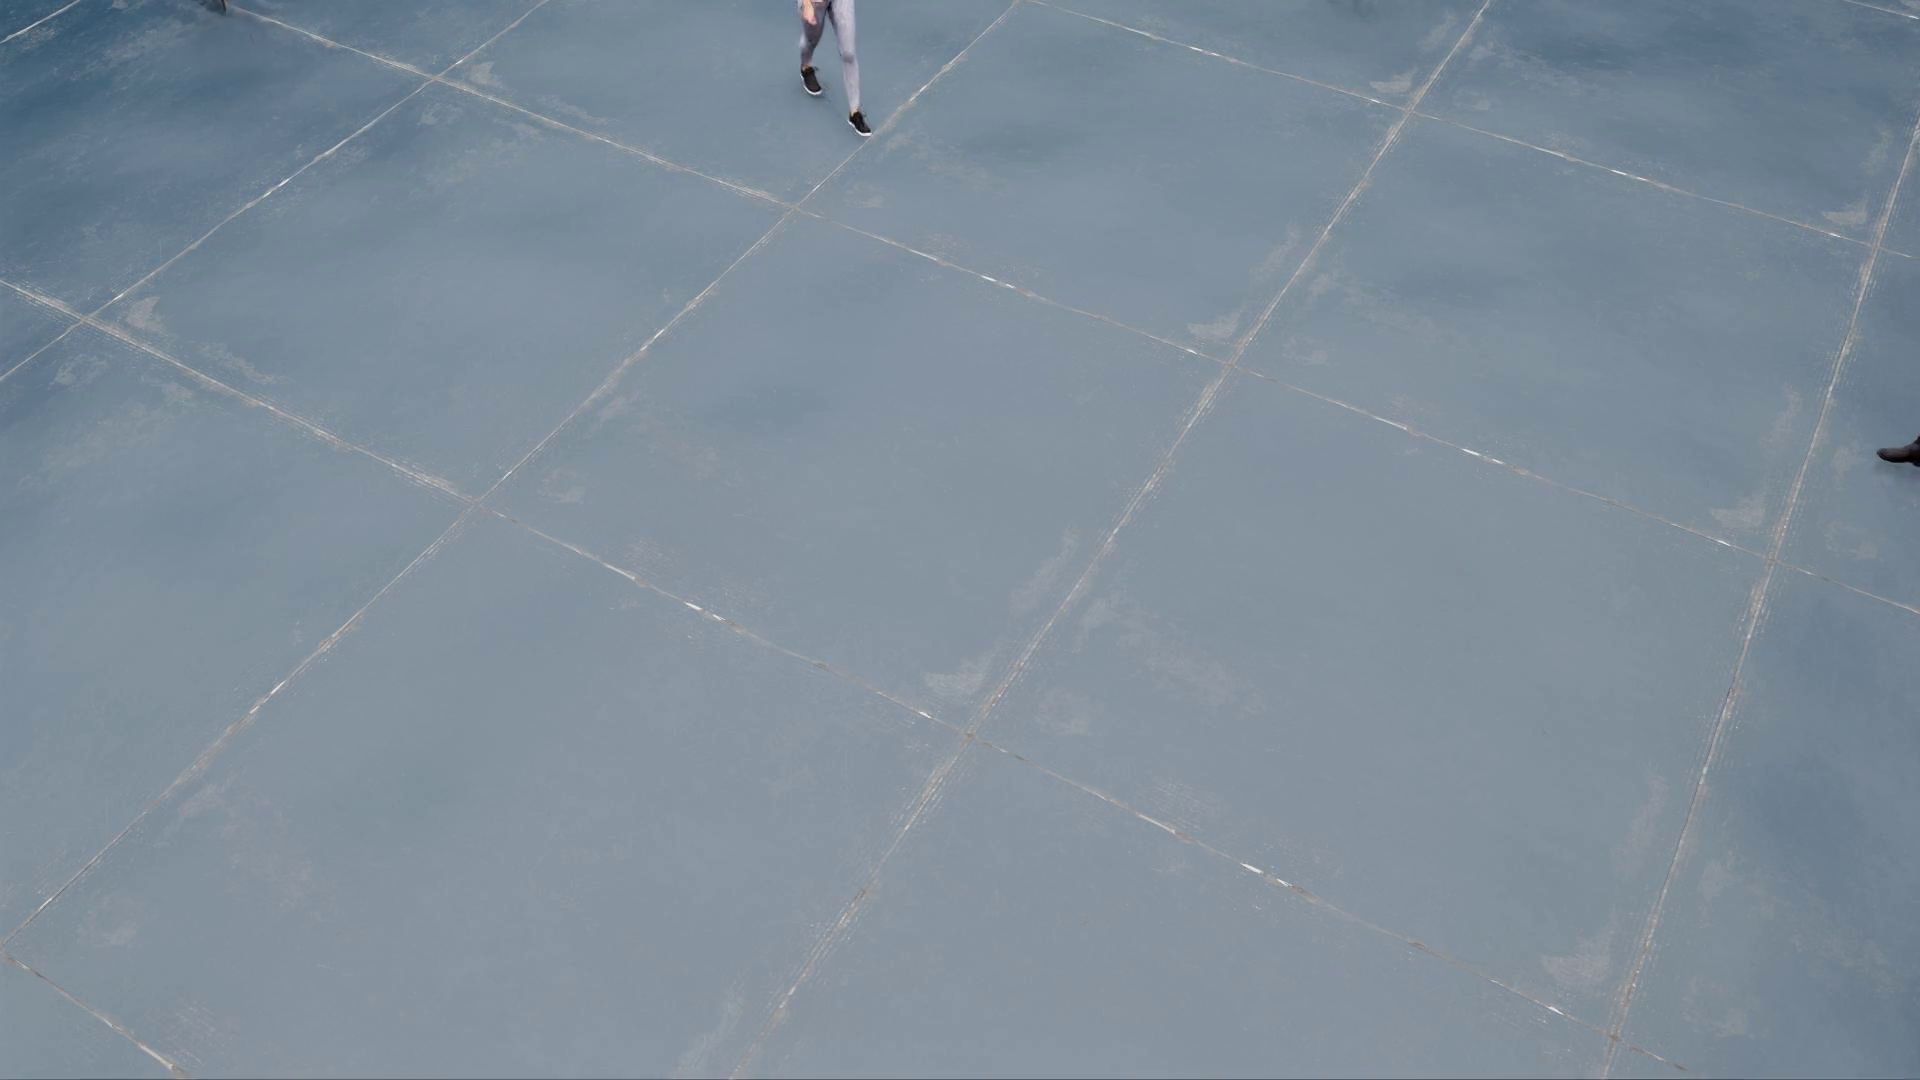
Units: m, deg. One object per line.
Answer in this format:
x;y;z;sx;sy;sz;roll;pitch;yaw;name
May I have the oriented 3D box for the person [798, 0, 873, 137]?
-0.909;-3.521;10.677;0.992;1.683;1.184;-20;50;-17;person
